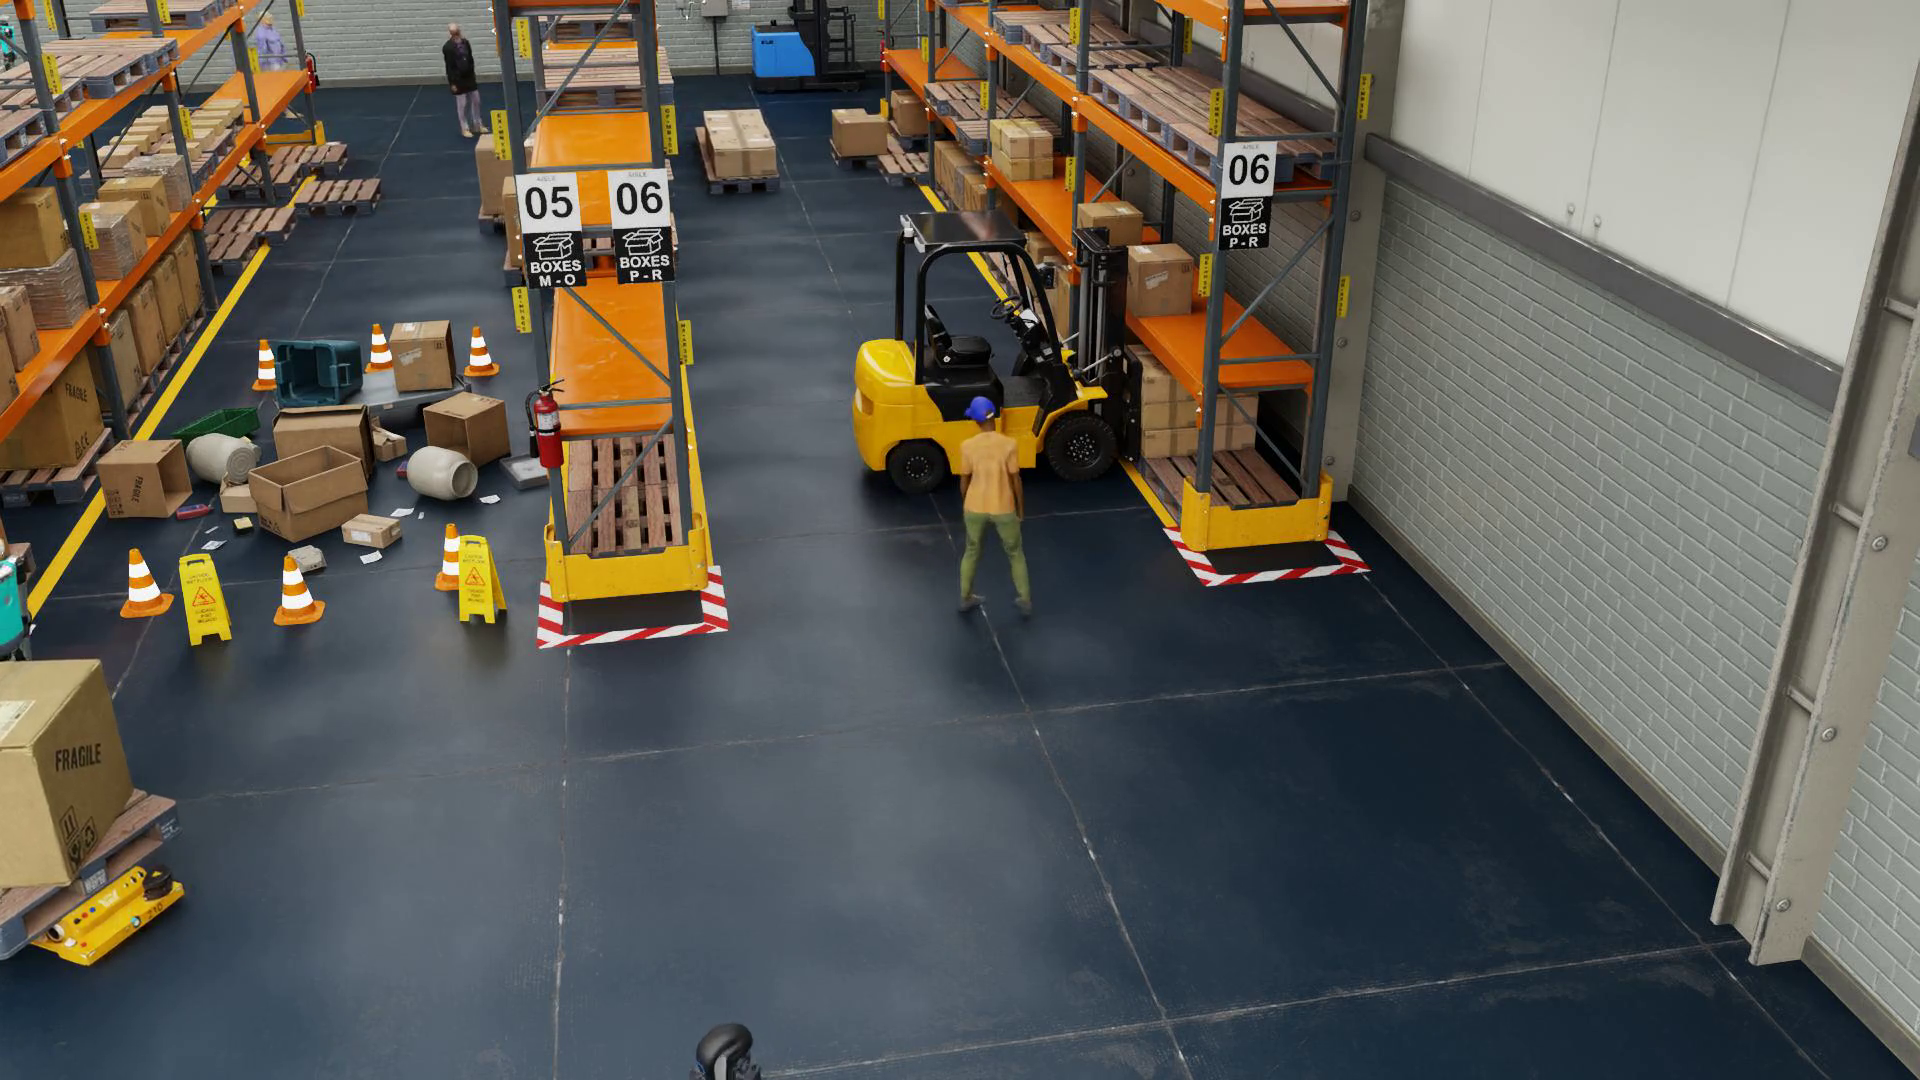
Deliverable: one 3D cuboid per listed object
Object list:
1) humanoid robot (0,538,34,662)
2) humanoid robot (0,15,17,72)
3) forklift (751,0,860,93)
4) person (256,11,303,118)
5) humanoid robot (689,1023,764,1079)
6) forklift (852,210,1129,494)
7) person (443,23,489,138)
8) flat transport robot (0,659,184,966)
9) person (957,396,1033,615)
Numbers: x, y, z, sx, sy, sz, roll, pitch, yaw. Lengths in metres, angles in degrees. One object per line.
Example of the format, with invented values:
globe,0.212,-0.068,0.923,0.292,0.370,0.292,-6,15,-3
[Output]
humanoid robot,-5.810,0.782,9.792,0.798,1.745,0.551,4,26,9
humanoid robot,-15.911,-7.760,27.620,0.842,1.798,0.551,-16,30,-29
forklift,-2.872,-9.679,30.288,1.873,2.768,1.129,-5,26,-10
person,-11.646,-8.051,28.162,0.781,1.771,0.602,2,26,5
humanoid robot,-0.769,2.517,6.296,0.622,1.659,0.574,20,32,36
forklift,0.216,-1.659,14.366,2.313,2.155,1.214,-5,26,-10
person,-7.993,-7.375,26.702,0.432,1.816,0.597,18,31,33
flat transport robot,-5.077,1.910,9.152,1.431,0.231,0.659,10,27,20
person,0.245,-0.232,11.975,0.560,1.691,0.376,2,26,5
